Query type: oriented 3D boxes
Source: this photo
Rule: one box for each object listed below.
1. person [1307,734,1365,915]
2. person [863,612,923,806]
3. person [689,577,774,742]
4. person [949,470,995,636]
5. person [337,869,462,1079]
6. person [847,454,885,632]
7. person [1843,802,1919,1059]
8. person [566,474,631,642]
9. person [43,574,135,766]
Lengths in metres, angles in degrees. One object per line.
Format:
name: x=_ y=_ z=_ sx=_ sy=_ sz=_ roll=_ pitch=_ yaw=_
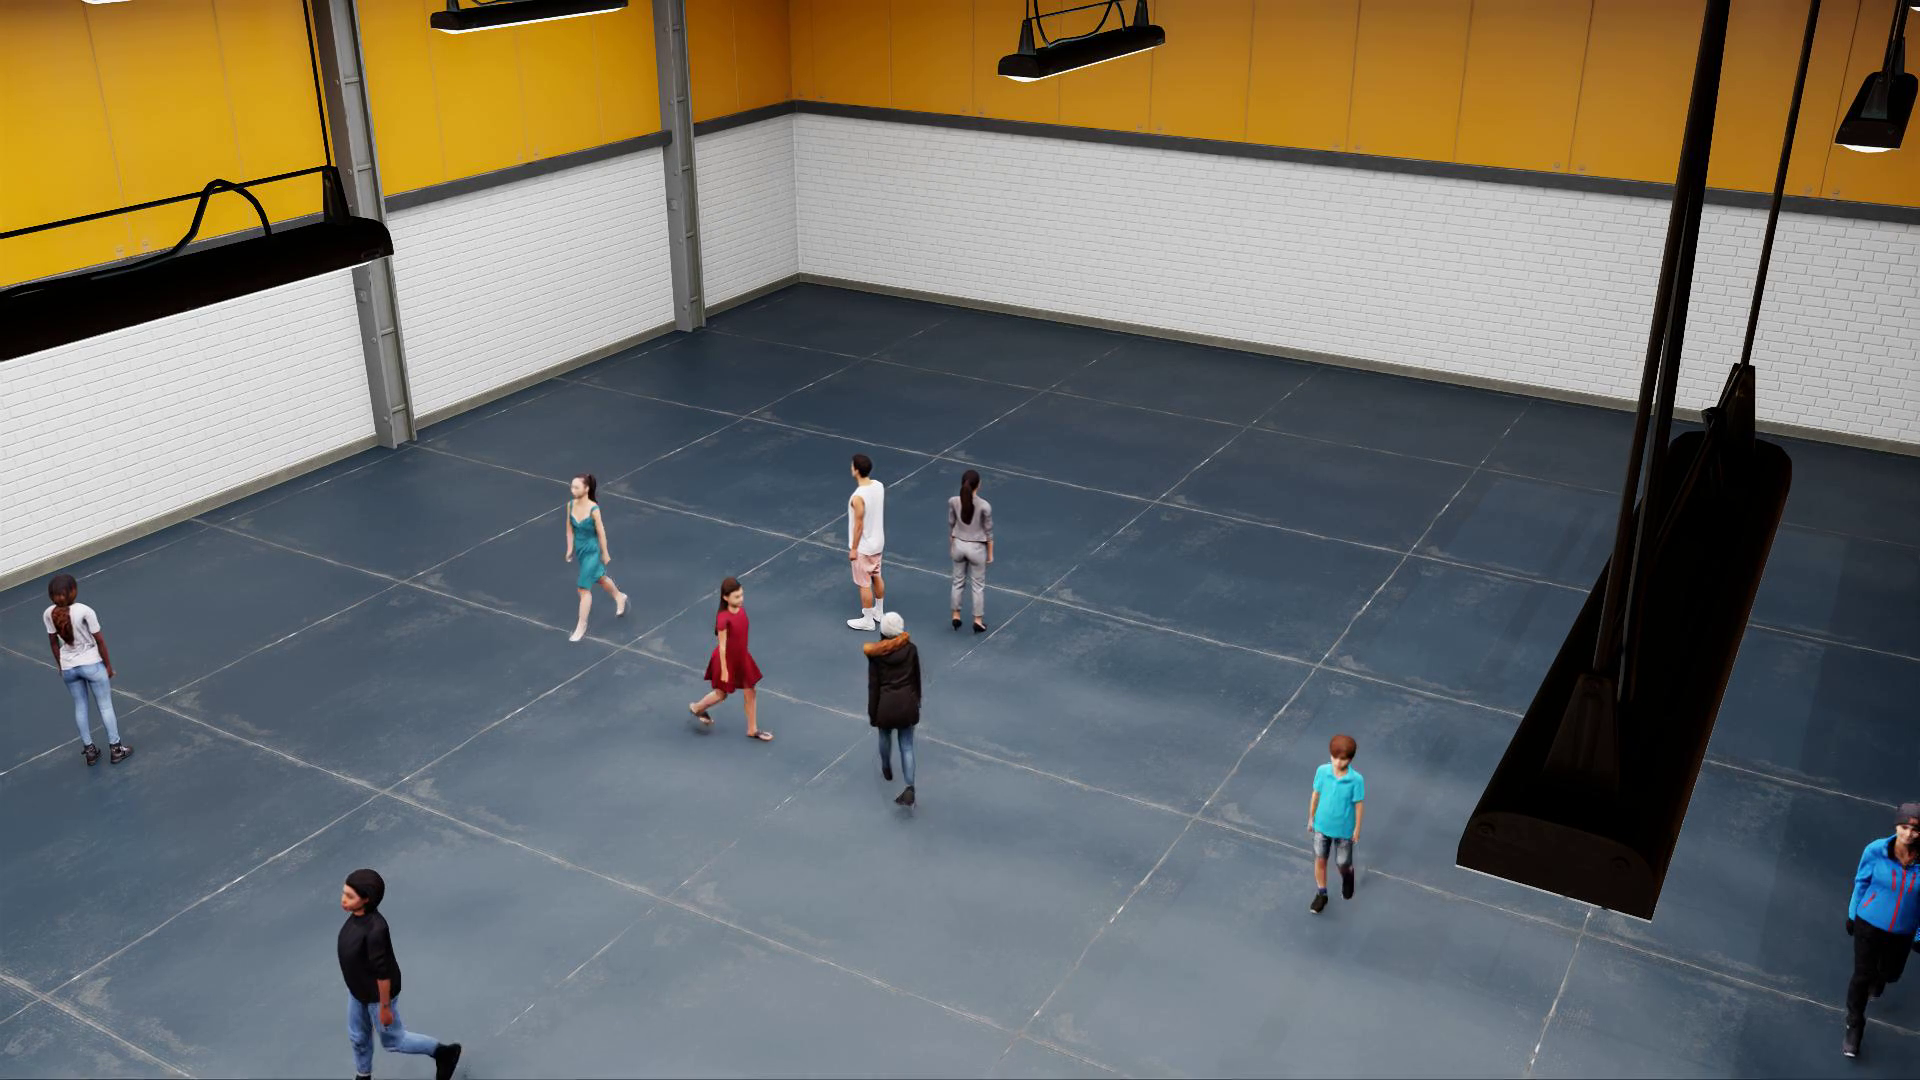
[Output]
person: x=2.743 y=2.019 z=12.064 sx=0.530 sy=1.441 sz=0.662 roll=14 pitch=27 yaw=29
person: x=-0.501 y=1.376 z=13.331 sx=1.030 sy=1.604 sz=1.129 roll=-6 pitch=24 yaw=-13
person: x=-2.017 y=1.014 z=14.262 sx=0.651 sy=1.523 sz=0.959 roll=11 pitch=26 yaw=23
person: x=0.091 y=0.115 z=16.131 sx=0.632 sy=1.672 sz=0.603 roll=10 pitch=25 yaw=21
person: x=-3.489 y=2.730 z=10.140 sx=1.088 sy=1.679 sz=0.816 roll=-18 pitch=29 yaw=-35
person: x=-0.906 y=0.021 z=16.205 sx=0.703 sy=1.786 sz=0.485 roll=12 pitch=26 yaw=26
person: x=5.961 y=2.437 z=10.686 sx=0.633 sy=1.778 sz=1.017 roll=14 pitch=27 yaw=29
person: x=-3.538 y=0.124 z=16.146 sx=0.593 sy=1.643 sz=1.061 roll=15 pitch=28 yaw=30
person: x=-7.317 y=1.073 z=13.880 sx=0.668 sy=1.719 sz=0.687 roll=-1 pitch=24 yaw=-1
